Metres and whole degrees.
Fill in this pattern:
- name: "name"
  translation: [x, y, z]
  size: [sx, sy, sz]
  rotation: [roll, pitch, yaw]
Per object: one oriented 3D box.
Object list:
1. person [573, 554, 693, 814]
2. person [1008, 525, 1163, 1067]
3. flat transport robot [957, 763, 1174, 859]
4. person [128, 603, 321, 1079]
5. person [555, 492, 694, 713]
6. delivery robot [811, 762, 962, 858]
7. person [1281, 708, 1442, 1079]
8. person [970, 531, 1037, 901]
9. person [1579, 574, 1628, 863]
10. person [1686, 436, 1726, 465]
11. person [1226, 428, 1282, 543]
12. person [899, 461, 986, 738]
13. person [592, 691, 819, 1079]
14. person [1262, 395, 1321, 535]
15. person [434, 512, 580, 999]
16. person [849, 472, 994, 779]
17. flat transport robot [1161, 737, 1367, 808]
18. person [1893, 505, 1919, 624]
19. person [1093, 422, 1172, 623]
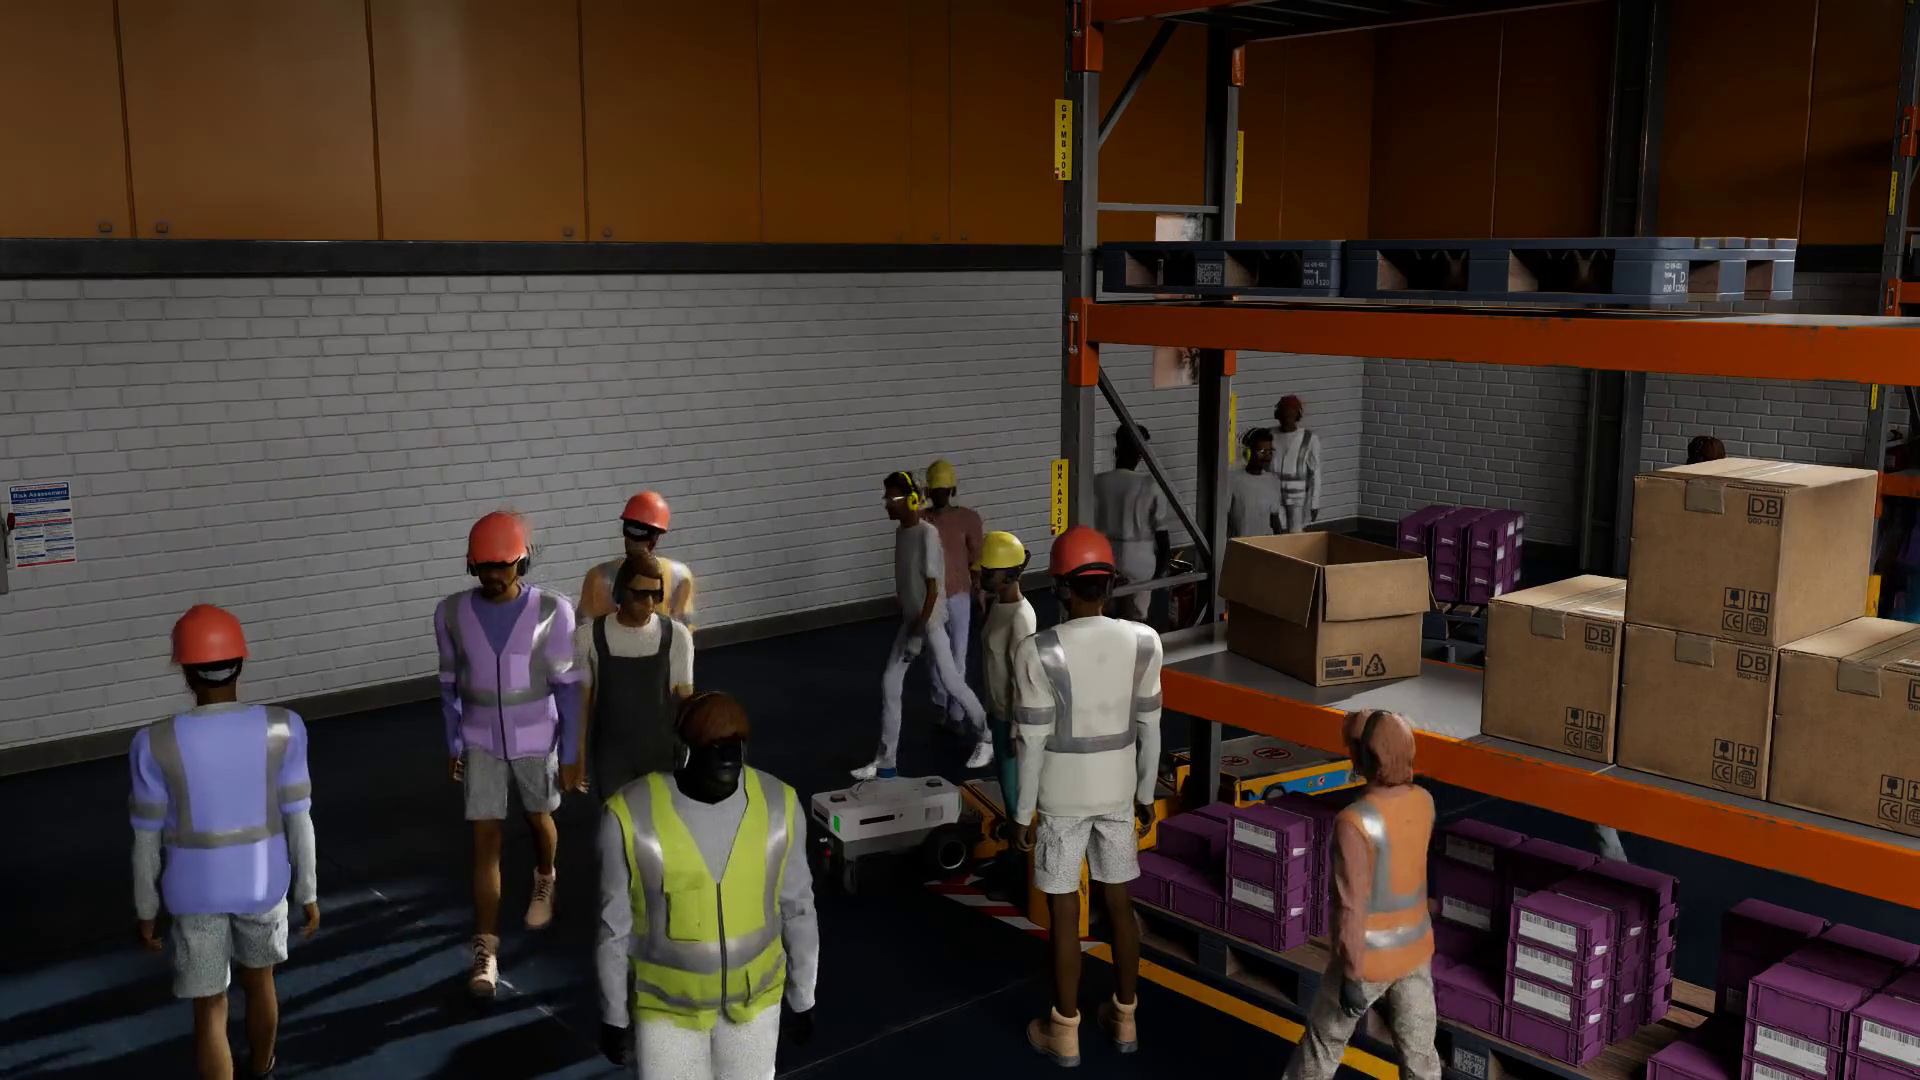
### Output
- name: "person"
  translation: [-1.400, 0.929, 7.198]
  size: [0.529, 1.788, 1.001]
  rotation: [-3, 10, -17]
- name: "person"
  translation: [0.457, 0.955, 6.288]
  size: [0.615, 2.038, 0.395]
  rotation: [-4, 11, -23]
- name: "flat transport robot"
  translation: [0.544, 1.411, 8.791]
  size: [1.431, 0.197, 0.652]
  rotation: [-3, 10, -19]
- name: "person"
  translation: [-2.459, 1.150, 5.577]
  size: [0.557, 1.903, 0.897]
  rotation: [-6, 11, -30]
- name: "person"
  translation: [-1.657, 0.707, 8.242]
  size: [0.666, 1.865, 0.968]
  rotation: [-7, 12, -34]
- name: "delivery robot"
  translation: [-0.361, 1.332, 8.152]
  size: [0.707, 0.478, 0.477]
  rotation: [-5, 11, -26]
- name: "person"
  translation: [1.288, 1.320, 5.422]
  size: [0.536, 1.593, 0.840]
  rotation: [-8, 13, -39]
- name: "person"
  translation: [0.215, 0.826, 7.878]
  size: [0.343, 1.759, 0.533]
  rotation: [-2, 10, -10]
- name: "person"
  translation: [2.891, 0.957, 7.516]
  size: [0.366, 1.620, 0.507]
  rotation: [8, 13, 40]
- name: "person"
  translation: [4.955, 0.218, 11.190]
  size: [0.626, 1.844, 0.429]
  rotation: [-8, 12, -38]
- name: "person"
  translation: [2.002, 0.144, 11.555]
  size: [0.582, 1.856, 0.557]
  rotation: [-5, 11, -26]
- name: "person"
  translation: [-0.123, 0.378, 10.516]
  size: [0.554, 1.733, 0.792]
  rotation: [1, 10, 4]
- name: "person"
  translation: [-0.712, 1.319, 4.783]
  size: [0.648, 1.823, 0.451]
  rotation: [-4, 11, -23]
- name: "person"
  translation: [2.931, -0.391, 14.779]
  size: [0.620, 1.845, 0.850]
  rotation: [5, 11, 27]
- name: "person"
  translation: [-1.925, 0.843, 7.150]
  size: [0.608, 1.983, 1.068]
  rotation: [-1, 10, -5]
- name: "person"
  translation: [-0.182, 0.489, 9.775]
  size: [0.951, 1.812, 0.535]
  rotation: [-6, 11, -32]
- name: "flat transport robot"
  translation: [1.832, 1.293, 9.482]
  size: [1.431, 0.197, 0.652]
  rotation: [-6, 11, -30]
- name: "person"
  translation: [6.770, 0.187, 11.515]
  size: [0.980, 1.799, 0.595]
  rotation: [8, 12, 38]
- name: "person"
  translation: [1.108, 0.176, 11.162]
  size: [0.599, 1.937, 0.428]
  rotation: [5, 11, 27]
